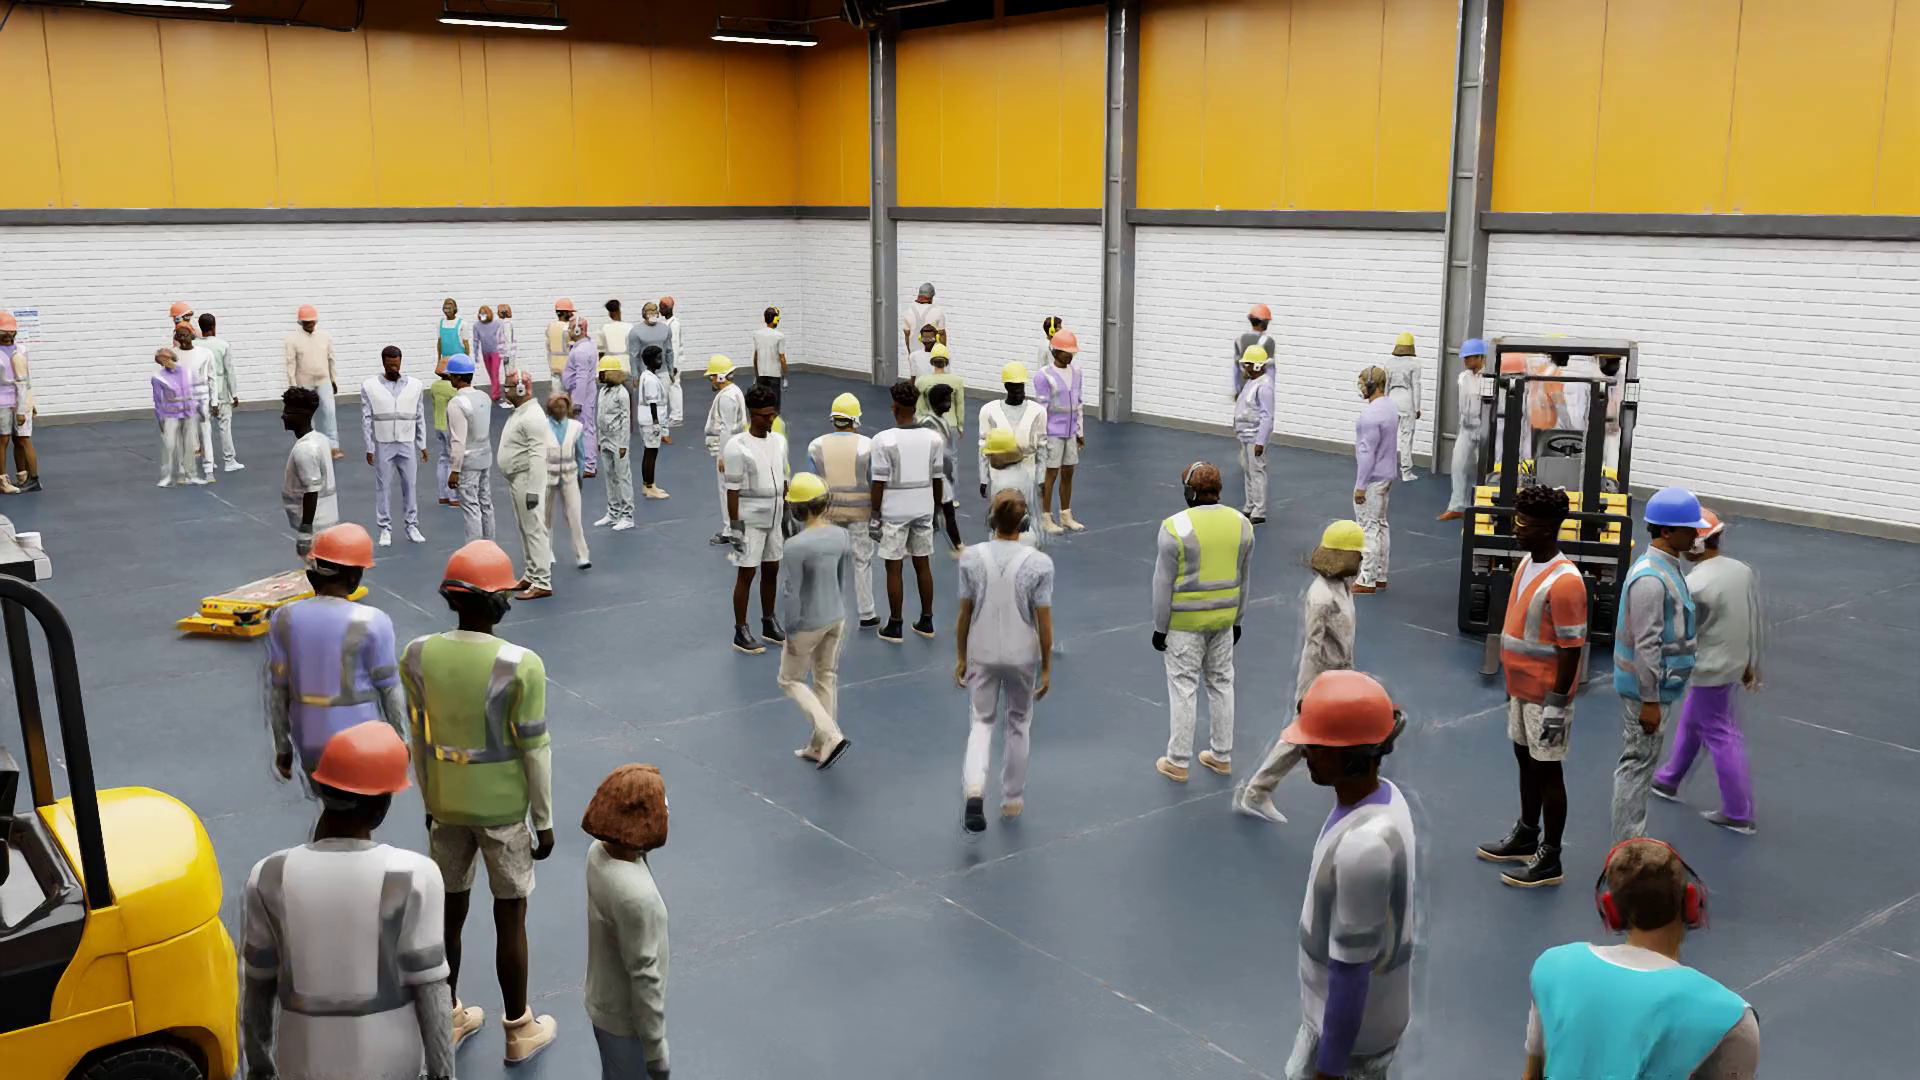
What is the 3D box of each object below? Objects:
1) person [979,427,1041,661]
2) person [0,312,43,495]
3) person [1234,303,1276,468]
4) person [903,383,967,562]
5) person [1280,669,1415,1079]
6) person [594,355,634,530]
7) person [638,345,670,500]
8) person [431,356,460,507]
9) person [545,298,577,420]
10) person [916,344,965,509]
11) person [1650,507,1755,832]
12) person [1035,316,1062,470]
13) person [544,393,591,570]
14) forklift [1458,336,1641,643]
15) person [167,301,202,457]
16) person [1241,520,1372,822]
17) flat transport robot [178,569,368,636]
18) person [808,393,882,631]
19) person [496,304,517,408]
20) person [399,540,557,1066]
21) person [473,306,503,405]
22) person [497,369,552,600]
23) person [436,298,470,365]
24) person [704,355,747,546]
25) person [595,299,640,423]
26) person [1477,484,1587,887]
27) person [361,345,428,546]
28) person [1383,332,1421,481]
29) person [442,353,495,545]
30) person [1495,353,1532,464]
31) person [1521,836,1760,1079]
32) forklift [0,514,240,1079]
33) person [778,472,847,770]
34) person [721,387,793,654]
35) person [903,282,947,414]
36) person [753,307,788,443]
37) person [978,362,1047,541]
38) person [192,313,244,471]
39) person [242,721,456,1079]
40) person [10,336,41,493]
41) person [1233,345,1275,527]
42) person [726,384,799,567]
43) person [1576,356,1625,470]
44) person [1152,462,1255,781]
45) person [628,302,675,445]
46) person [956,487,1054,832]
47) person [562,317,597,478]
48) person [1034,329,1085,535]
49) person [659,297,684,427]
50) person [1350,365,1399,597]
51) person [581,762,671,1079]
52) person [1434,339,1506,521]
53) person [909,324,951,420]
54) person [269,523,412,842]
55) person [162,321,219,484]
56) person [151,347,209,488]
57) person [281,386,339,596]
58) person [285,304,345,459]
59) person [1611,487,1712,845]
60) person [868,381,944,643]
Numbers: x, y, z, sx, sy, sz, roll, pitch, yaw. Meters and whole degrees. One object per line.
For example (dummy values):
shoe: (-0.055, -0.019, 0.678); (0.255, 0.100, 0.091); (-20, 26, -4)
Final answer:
person: (0.375, 0.038, 11.866); (0.464, 1.701, 0.524); (5, 13, 23)
person: (-10.634, -1.538, 18.662); (0.387, 2.039, 0.615); (4, 12, 18)
person: (3.577, -1.858, 20.232); (0.482, 2.040, 0.636); (-9, 15, -37)
person: (-0.254, -0.617, 15.187); (0.910, 1.646, 0.532); (2, 12, 10)
person: (1.221, 1.356, 4.790); (0.846, 2.020, 0.607); (3, 12, 15)
person: (-3.483, -0.979, 16.685); (0.294, 1.744, 0.487); (-11, 16, -44)
person: (-3.388, -1.299, 18.338); (0.317, 1.698, 0.540); (-4, 12, -17)
person: (-5.471, -1.162, 17.859); (0.502, 1.625, 0.294); (9, 15, 37)
person: (-5.414, -2.343, 22.809); (0.547, 1.934, 0.376); (7, 14, 31)
person: (-0.212, -1.200, 17.700); (0.525, 1.769, 0.309); (-2, 12, -8)
person: (3.908, 0.662, 8.870); (0.598, 1.693, 0.830); (-9, 15, -39)
person: (1.094, -1.797, 20.332); (0.313, 1.869, 0.528); (-2, 12, -10)
person: (-3.581, -0.525, 14.868); (0.514, 1.587, 0.867); (-6, 13, -28)
forklift: (4.683, -0.471, 13.136); (1.214, 2.155, 2.313); (4, 12, 20)
person: (-9.886, -2.058, 21.319); (0.413, 1.984, 0.624); (1, 12, 4)
person: (1.884, 0.721, 8.617); (0.914, 1.693, 0.494); (5, 13, 23)
flat transport robot: (-5.427, 0.480, 13.214); (0.652, 0.197, 1.431); (4, 12, 16)
person: (-0.859, -0.211, 12.757); (0.587, 1.835, 0.403); (3, 12, 13)
person: (-7.136, -2.900, 26.213); (0.308, 1.641, 0.510); (-4, 12, -19)
person: (-1.828, 1.004, 6.420); (0.602, 2.034, 0.416); (3, 12, 15)
person: (-7.562, -2.986, 26.781); (0.521, 1.599, 0.736); (2, 12, 10)
person: (-3.620, -0.464, 13.801); (0.407, 1.906, 0.655); (-5, 13, -24)
person: (-7.450, -2.635, 24.469); (0.513, 1.838, 0.337); (3, 12, 14)
person: (-2.235, -0.860, 15.930); (0.403, 1.818, 0.606); (0, 12, -2)
person: (-4.681, -2.341, 22.873); (0.613, 1.915, 0.946); (-2, 12, -9)
person: (2.792, 0.698, 8.044); (0.367, 1.964, 0.609); (0, 12, 0)
person: (-5.412, -0.912, 15.949); (0.588, 1.914, 0.392); (-7, 14, -31)
person: (5.206, -1.575, 19.594); (0.321, 1.737, 0.489); (-11, 16, -43)
person: (-4.346, -0.676, 14.724); (0.387, 1.948, 0.602); (2, 12, 10)
person: (4.975, -0.748, 15.140); (0.425, 1.919, 0.539); (1, 12, 3)
person: (1.594, 1.624, 4.039); (0.828, 1.772, 0.630); (-7, 14, -31)
forklift: (-3.687, 1.115, 5.480); (2.313, 2.155, 1.214); (-9, 15, -36)
person: (-0.820, 0.481, 9.613); (0.450, 1.754, 0.535); (9, 15, 38)
person: (-1.468, -0.155, 12.189); (0.375, 1.957, 0.607); (9, 15, 37)
person: (-0.483, -2.844, 24.969); (0.679, 2.000, 0.537); (5, 13, 23)
person: (-2.529, -2.179, 22.219); (0.529, 1.857, 0.334); (5, 13, 24)
person: (0.451, -0.557, 14.193); (0.591, 1.930, 0.353); (-1, 12, -4)
person: (-9.047, -1.780, 20.134); (0.593, 1.917, 0.391); (0, 12, 0)
person: (-1.712, 1.443, 4.708); (0.631, 1.863, 1.013); (-1, 12, -3)
person: (-10.663, -1.492, 18.740); (0.387, 1.924, 0.548); (-11, 16, -43)
person: (2.963, -1.052, 16.822); (0.404, 1.830, 0.601); (-1, 12, -4)
person: (-1.721, -0.572, 14.923); (0.841, 1.659, 0.524); (9, 15, 38)
person: (6.673, -1.155, 17.448); (0.625, 1.791, 0.965); (-4, 12, -19)
person: (1.368, 0.464, 9.517); (0.619, 1.836, 0.431); (-6, 13, -27)
person: (-4.107, -2.215, 22.222); (0.636, 1.928, 0.386); (-9, 15, -36)
person: (0.218, 0.643, 8.654); (0.530, 1.827, 0.687); (2, 12, 10)
person: (-4.498, -1.690, 19.726); (0.410, 1.908, 0.643); (-1, 12, -6)
person: (1.007, -1.061, 16.391); (0.613, 2.033, 0.411); (-10, 16, -41)
person: (-4.184, -2.580, 24.093); (0.364, 1.880, 0.580); (-5, 13, -22)
person: (3.450, -0.494, 13.907); (0.383, 1.929, 0.635); (7, 13, 29)
person: (-1.014, 1.473, 5.135); (0.278, 1.628, 0.505); (-6, 13, -25)
person: (5.345, -1.096, 16.924); (0.718, 1.901, 0.662); (-7, 14, -32)
person: (-0.340, -1.581, 19.321); (0.510, 1.861, 0.324); (0, 12, -1)
person: (-2.724, 0.873, 7.354); (0.566, 1.900, 0.530); (2, 12, 12)
person: (-8.914, -1.588, 19.285); (0.582, 1.882, 0.338); (-4, 12, -20)
person: (-8.973, -1.406, 19.072); (0.331, 1.615, 0.609); (10, 15, 39)
person: (-4.710, -0.135, 12.069); (0.366, 1.966, 0.607); (-3, 12, -13)
person: (-8.109, -1.970, 20.933); (0.652, 1.958, 0.867); (-9, 15, -37)
person: (3.366, 0.701, 8.074); (0.386, 1.948, 0.601); (6, 13, 26)
person: (-0.400, -0.208, 12.451); (0.617, 1.957, 0.376); (-7, 14, -31)
